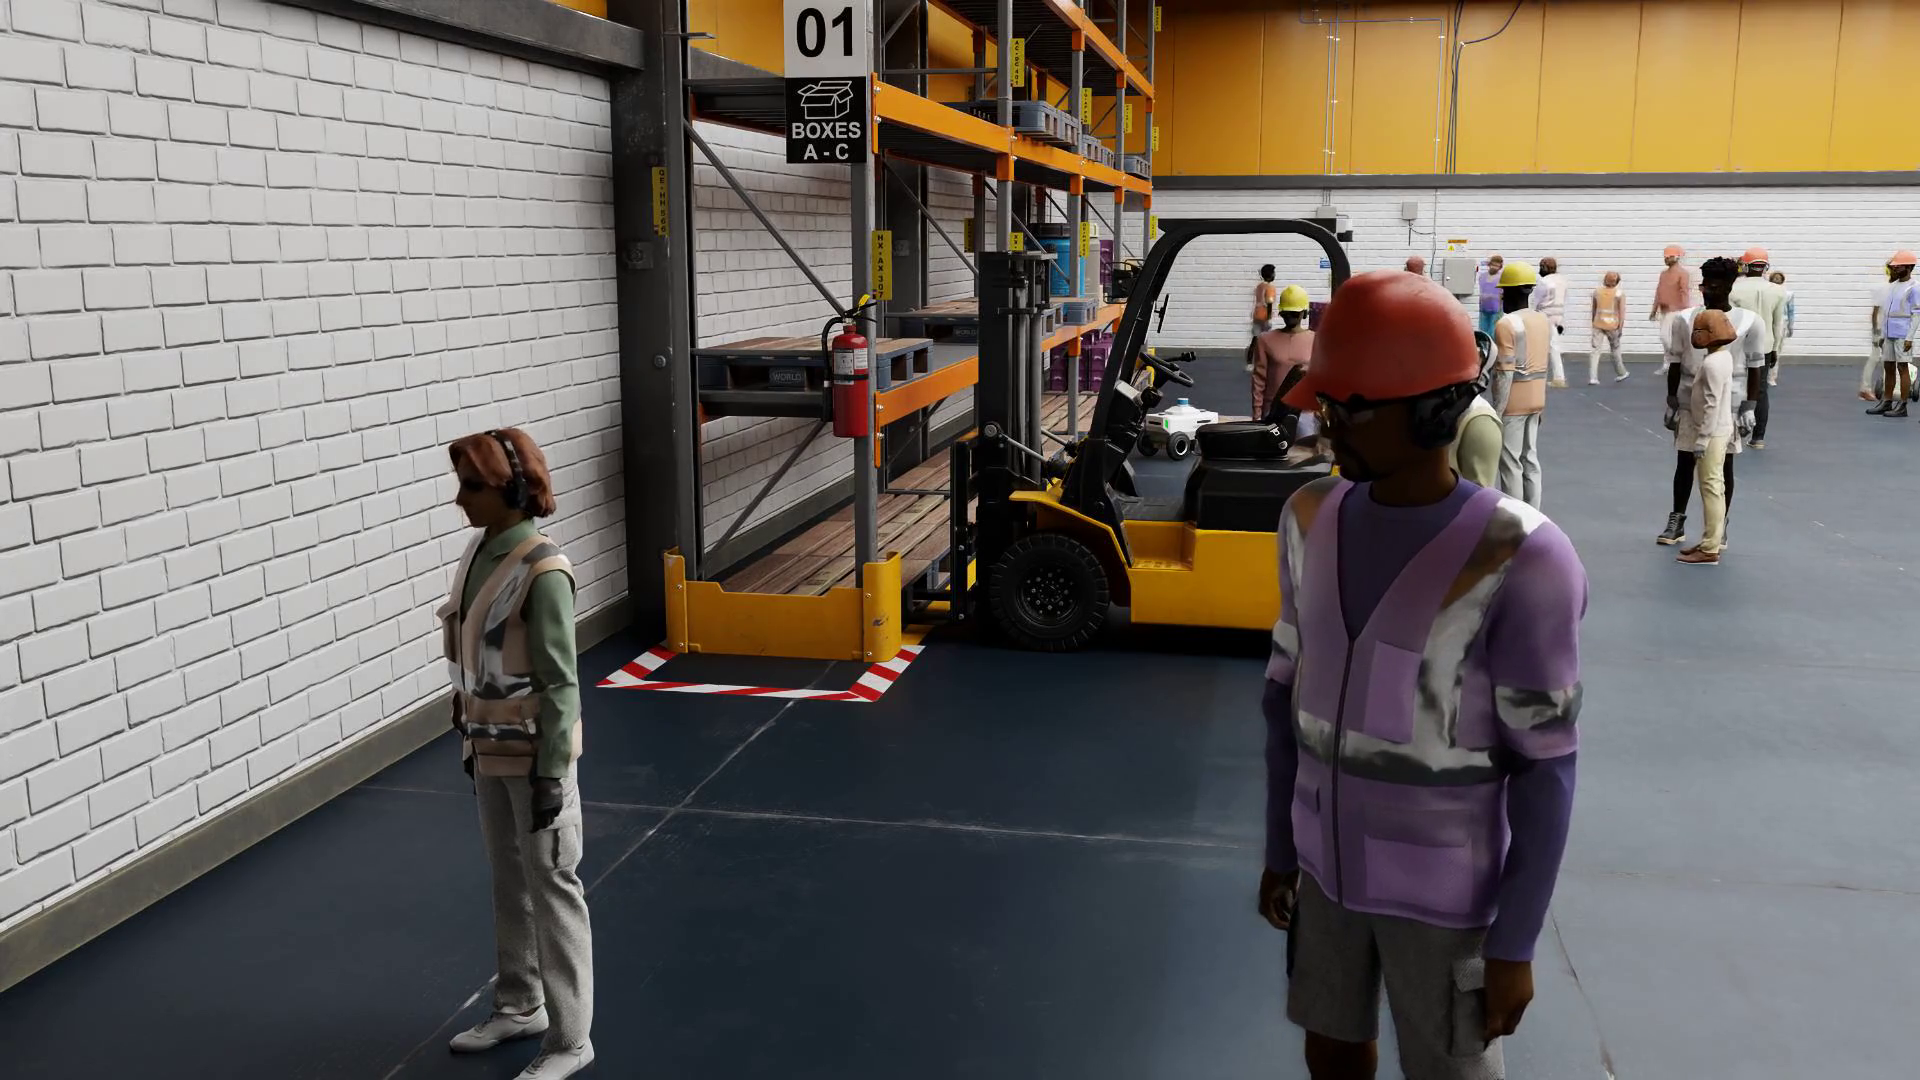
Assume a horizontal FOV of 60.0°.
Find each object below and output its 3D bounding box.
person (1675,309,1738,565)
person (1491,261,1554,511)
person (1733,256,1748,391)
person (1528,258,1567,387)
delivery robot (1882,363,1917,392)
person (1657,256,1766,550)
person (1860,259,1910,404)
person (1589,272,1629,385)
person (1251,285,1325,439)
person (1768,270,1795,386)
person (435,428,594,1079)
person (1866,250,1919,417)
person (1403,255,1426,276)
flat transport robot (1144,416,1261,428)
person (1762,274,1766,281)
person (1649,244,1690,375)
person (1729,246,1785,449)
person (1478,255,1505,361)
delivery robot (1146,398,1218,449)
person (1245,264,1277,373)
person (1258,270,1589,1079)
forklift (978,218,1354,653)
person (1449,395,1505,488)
[{"bbox_3d":[4.796,-0.657,10.664,0.285,1.631,0.501,6,12,31],"label":"person"},{"bbox_3d":[3.733,-0.905,11.218,0.593,1.925,0.384,-9,14,-40],"label":"person"},{"bbox_3d":[10.673,-2.941,22.657,0.551,1.830,0.846,-3,11,-17],"label":"person"},{"bbox_3d":[8.170,-3.058,23.379,0.640,1.790,0.955,-9,14,-42],"label":"person"},{"bbox_3d":[12.108,-2.124,21.407,0.477,0.478,0.707,6,12,32],"label":"delivery robot"},{"bbox_3d":[5.052,-0.918,11.191,0.608,1.963,0.371,8,13,38],"label":"person"},{"bbox_3d":[11.706,-2.622,20.918,0.536,1.818,0.926,-1,10,-4],"label":"person"},{"bbox_3d":[9.243,-3.011,23.671,0.528,1.592,0.880,10,14,43],"label":"person"},{"bbox_3d":[2.288,-0.884,11.573,0.524,1.759,0.328,2,10,9],"label":"person"},{"bbox_3d":[11.442,-2.976,23.400,0.527,1.627,0.359,2,11,11],"label":"person"},{"bbox_3d":[-1.088,0.539,4.102,0.309,1.637,0.512,-8,13,-38],"label":"person"},{"bbox_3d":[10.928,-2.401,19.388,0.354,1.939,0.545,-1,10,-8],"label":"person"},{"bbox_3d":[4.971,-2.189,18.355,0.665,1.888,0.433,1,10,6],"label":"person"},{"bbox_3d":[2.632,-1.152,17.116,1.431,0.197,0.652,2,11,11],"label":"flat transport robot"},{"bbox_3d":[12.604,-3.660,26.467,0.327,1.876,0.516,8,13,38],"label":"person"},{"bbox_3d":[10.689,-3.458,25.076,0.435,1.973,0.621,-1,10,-5],"label":"person"},{"bbox_3d":[7.785,-1.887,16.418,0.612,1.995,0.382,0,10,-1],"label":"person"},{"bbox_3d":[8.379,-3.574,26.183,0.455,1.803,0.609,-7,13,-35],"label":"person"},{"bbox_3d":[2.116,-1.105,15.820,0.707,0.478,0.477,-7,12,-34],"label":"delivery robot"},{"bbox_3d":[4.782,-3.398,25.593,0.815,1.662,0.558,-3,11,-16],"label":"person"},{"bbox_3d":[0.725,0.570,2.836,0.403,2.036,0.609,-7,13,-34],"label":"person"},{"bbox_3d":[1.285,-0.567,8.635,2.313,2.155,1.214,2,11,11],"label":"forklift"},{"bbox_3d":[1.780,0.046,6.309,0.404,1.823,0.591,-4,11,-20],"label":"person"}]
